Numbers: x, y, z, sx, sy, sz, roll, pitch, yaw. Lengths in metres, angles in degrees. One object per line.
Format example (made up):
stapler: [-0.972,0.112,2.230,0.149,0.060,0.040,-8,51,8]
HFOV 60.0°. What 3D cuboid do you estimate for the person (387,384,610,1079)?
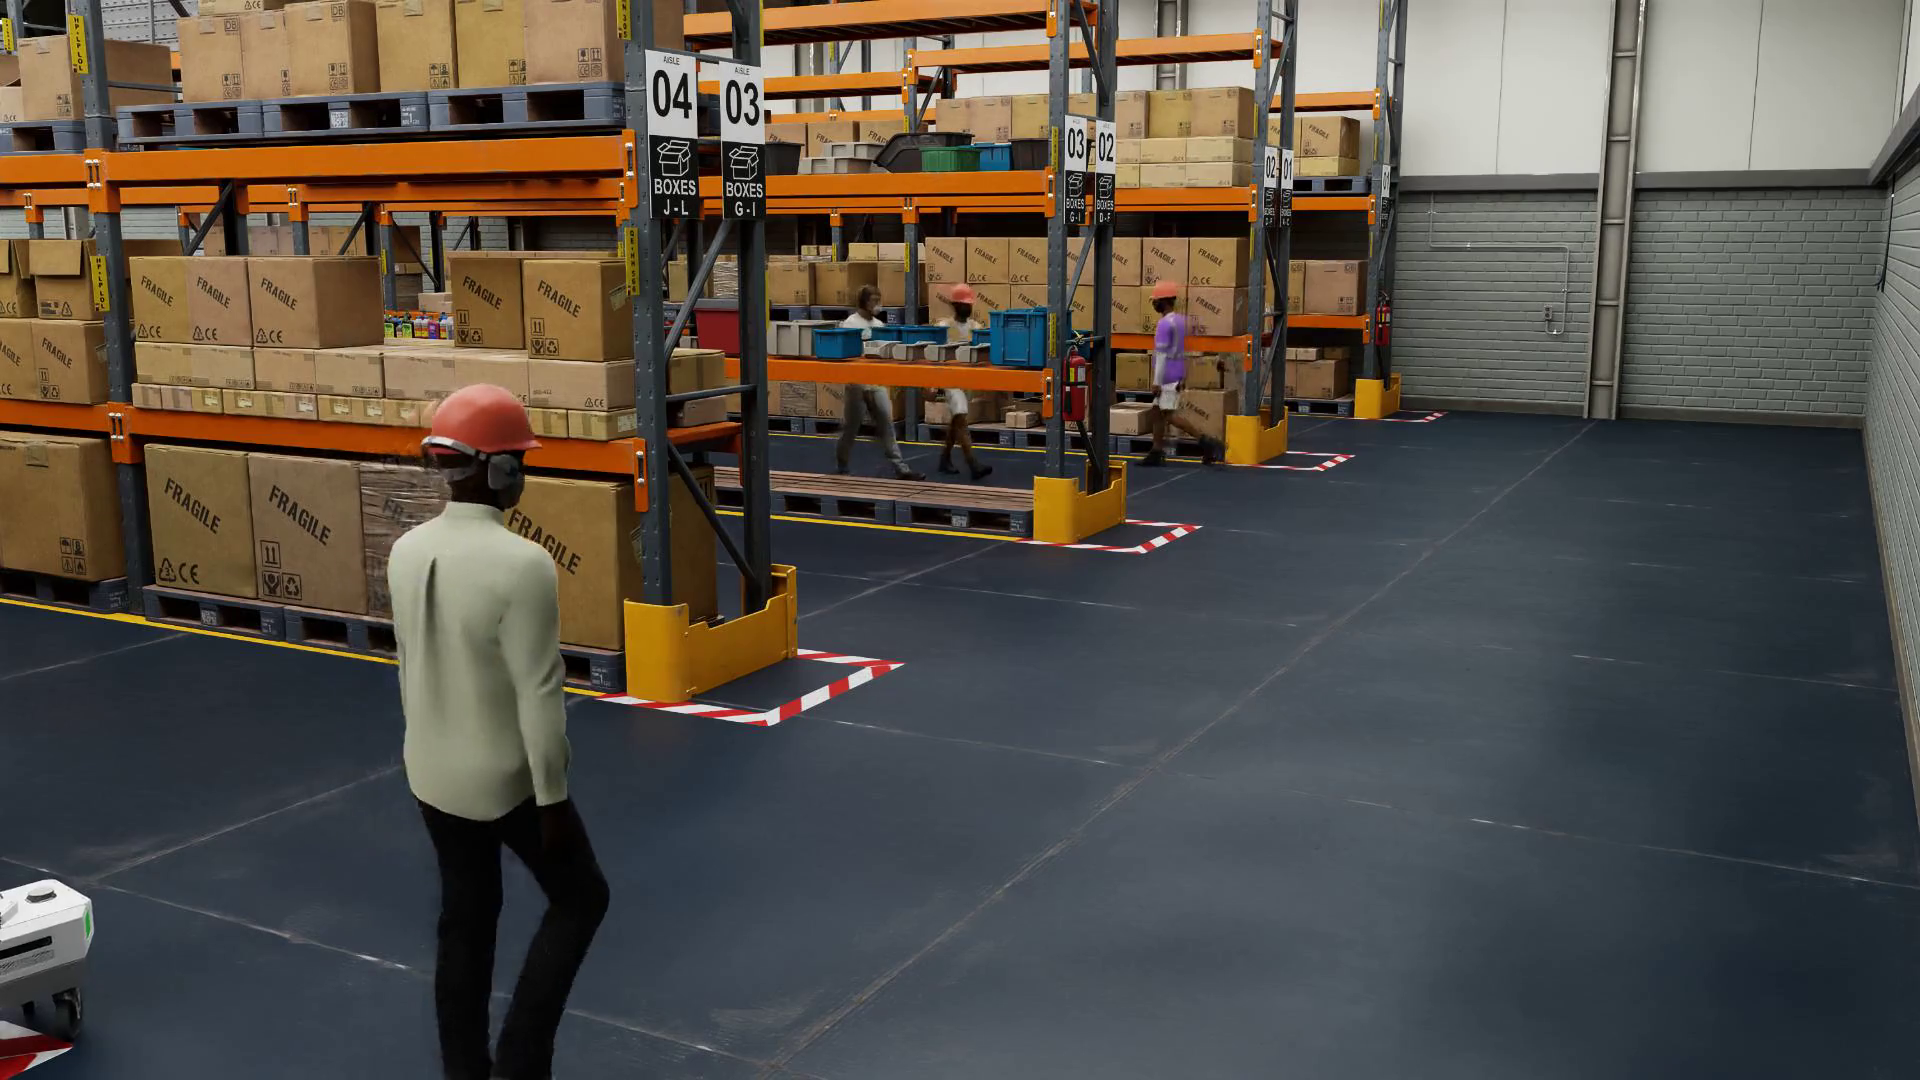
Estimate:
person: [-1.191,0.591,4.289,0.655,1.974,0.472,7,13,34]

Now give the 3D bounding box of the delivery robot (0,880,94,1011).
delivery robot: [-2.858,1.181,4.701,0.477,0.478,0.707,9,13,39]

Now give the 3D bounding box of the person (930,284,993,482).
person: [0.036,-1.521,16.080,0.564,1.879,1.022,-8,13,-36]

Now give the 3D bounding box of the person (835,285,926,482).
person: [-0.795,-1.388,15.305,0.940,1.890,0.640,7,13,34]

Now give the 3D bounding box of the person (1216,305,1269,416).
person: [3.271,-2.159,19.602,0.614,1.856,0.803,-6,12,-28]

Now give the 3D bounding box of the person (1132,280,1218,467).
person: [2.184,-1.652,16.721,0.823,1.911,0.552,4,11,19]
